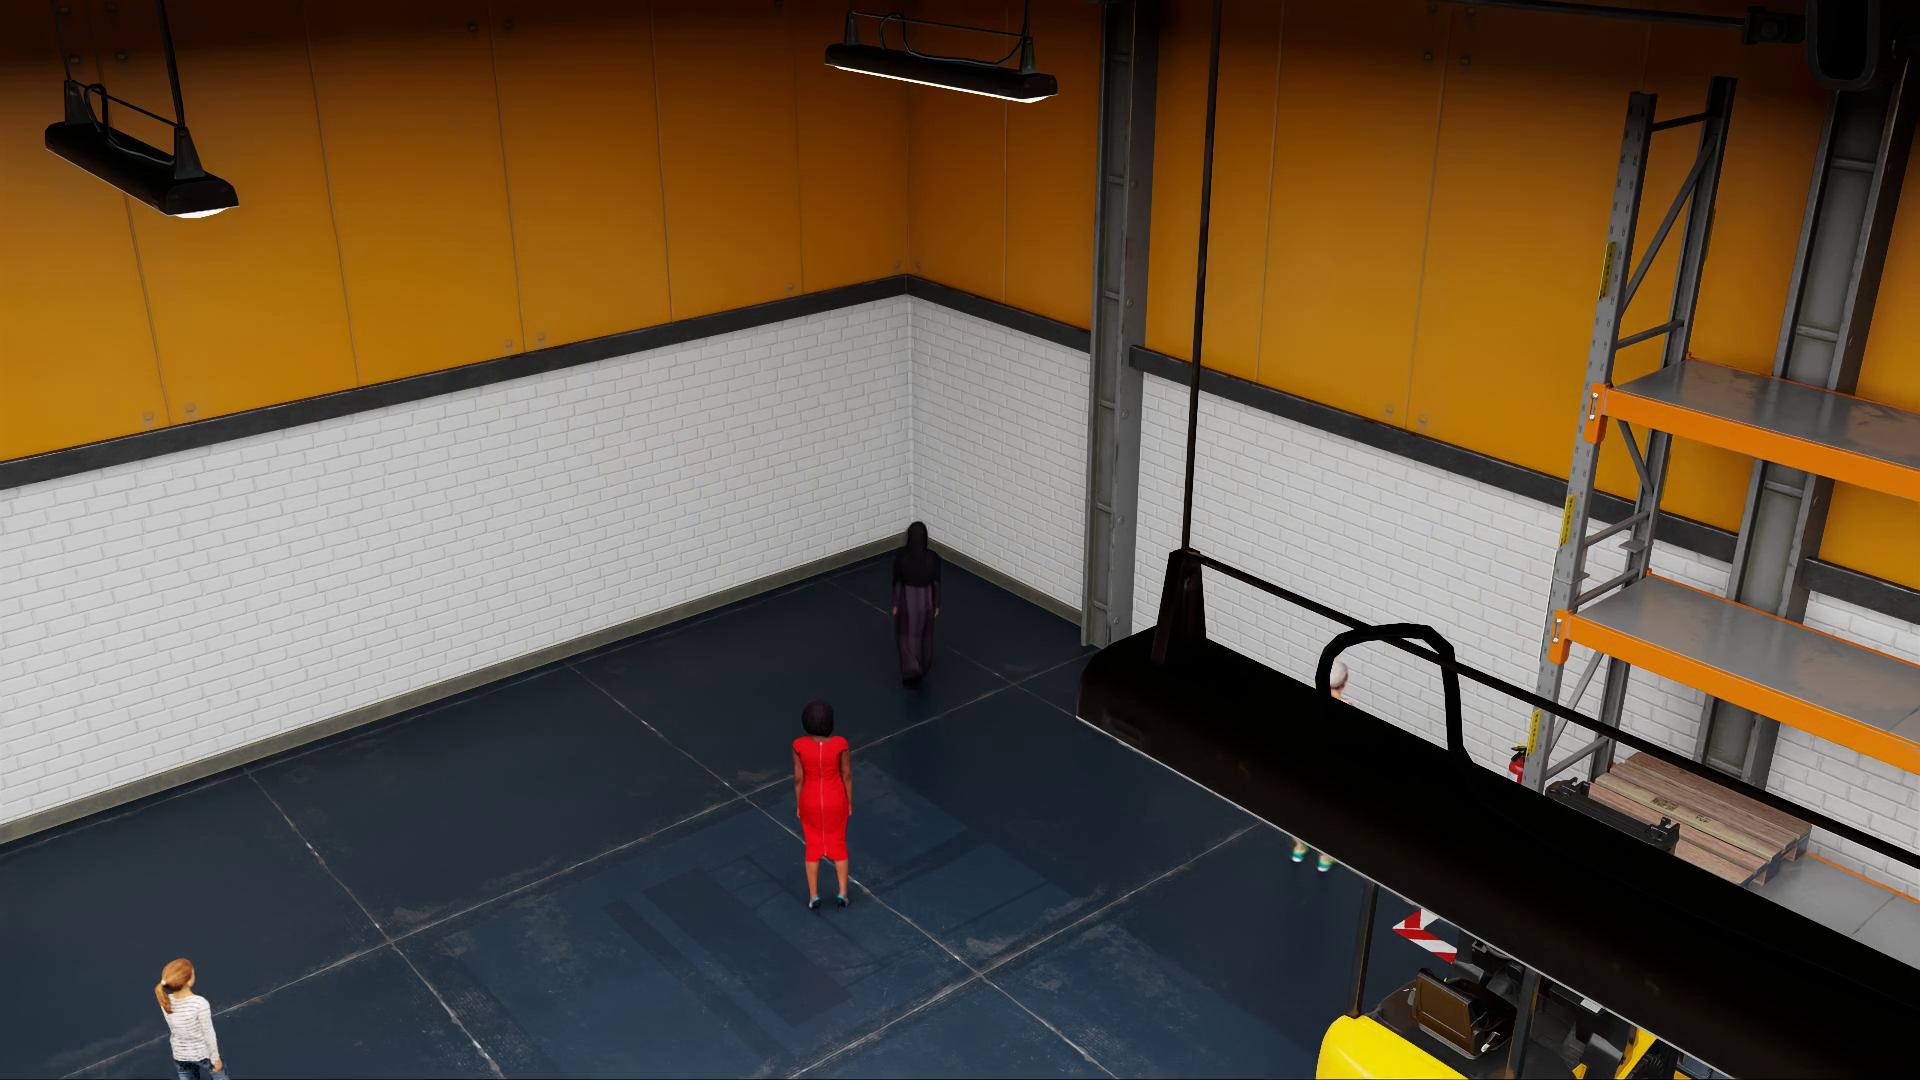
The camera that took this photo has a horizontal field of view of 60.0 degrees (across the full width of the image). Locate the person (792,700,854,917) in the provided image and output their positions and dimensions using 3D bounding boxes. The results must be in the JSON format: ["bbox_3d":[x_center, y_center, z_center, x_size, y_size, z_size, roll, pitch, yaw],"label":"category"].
[{"bbox_3d":[-0.981,1.921,11.967,0.641,1.744,0.671,-1,24,-3],"label":"person"}]

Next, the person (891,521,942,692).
[{"bbox_3d":[-0.408,0.605,15.159,0.924,1.598,1.053,-2,24,-4],"label":"person"}]

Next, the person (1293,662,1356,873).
[{"bbox_3d":[2.749,1.696,12.538,0.554,1.700,0.704,16,28,32],"label":"person"}]

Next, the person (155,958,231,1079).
[{"bbox_3d":[-4.567,3.093,9.840,0.791,1.301,0.821,4,24,10],"label":"person"}]
